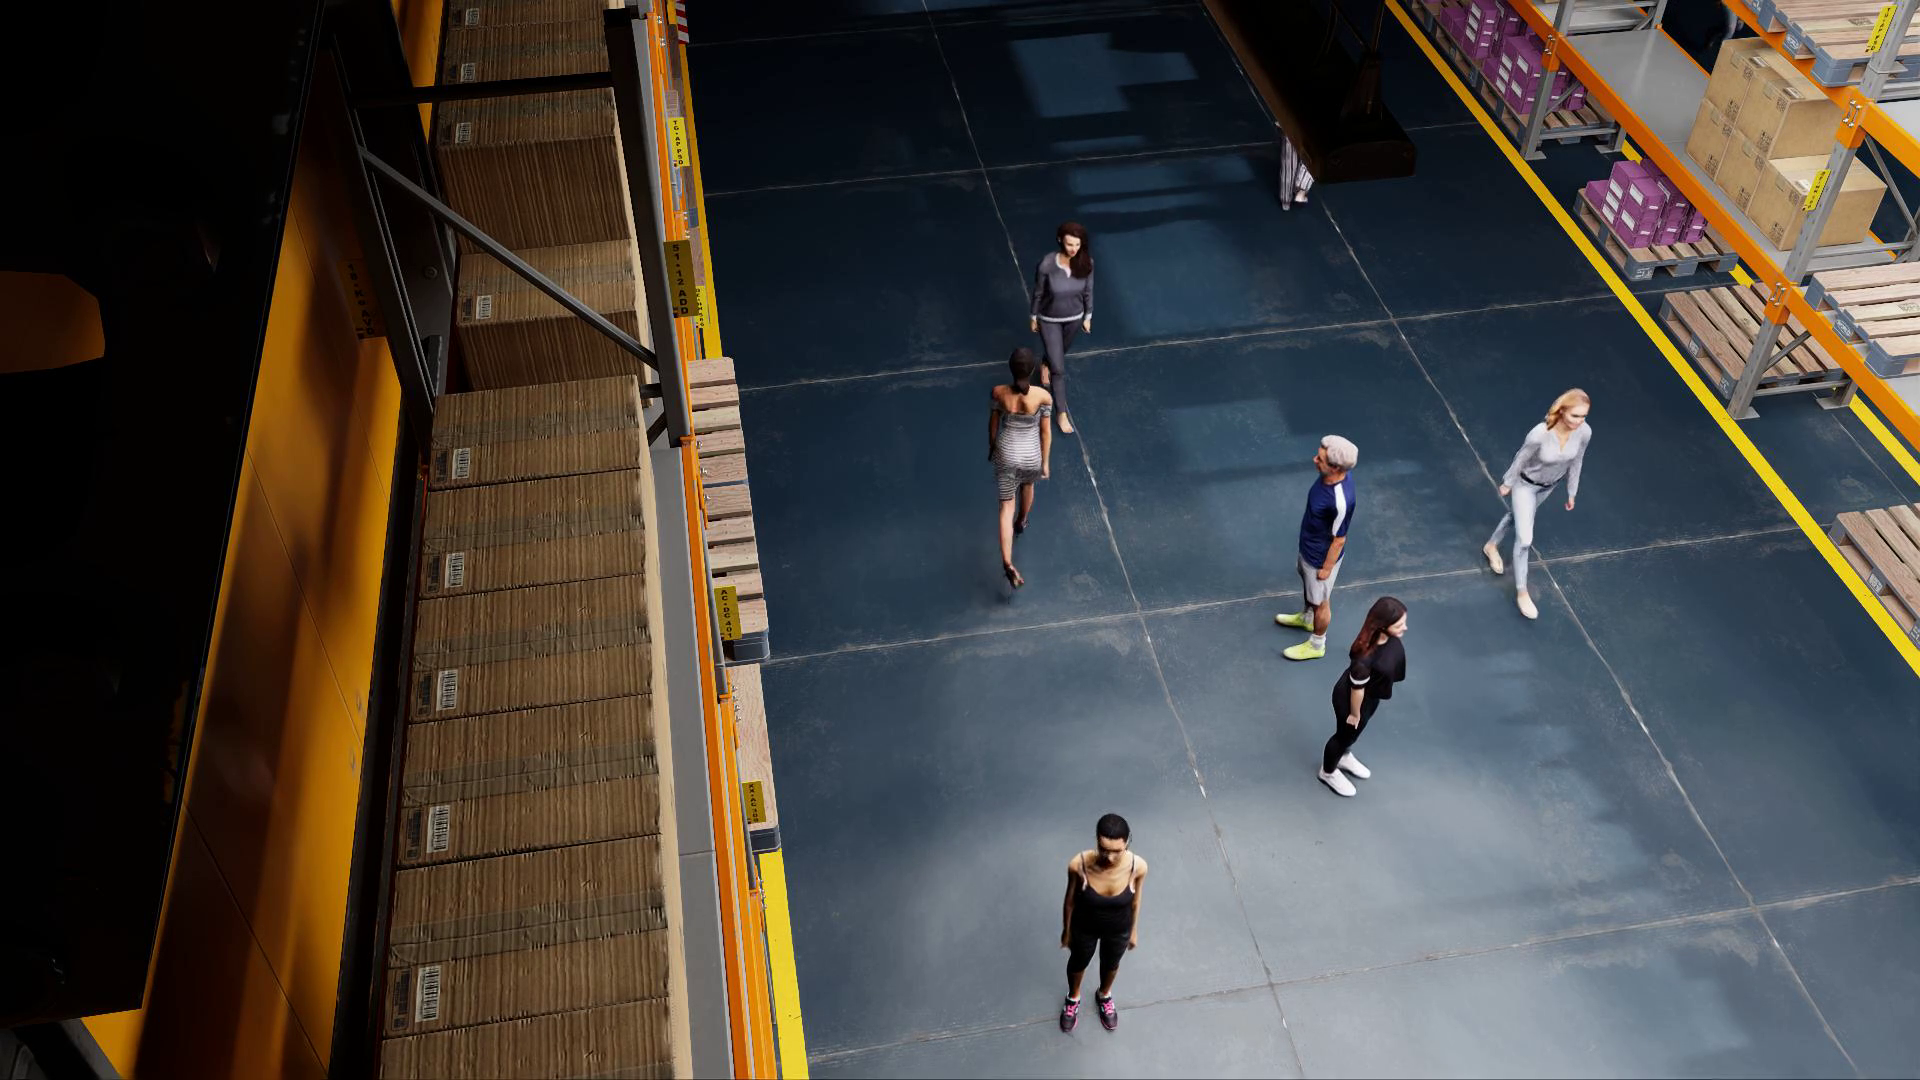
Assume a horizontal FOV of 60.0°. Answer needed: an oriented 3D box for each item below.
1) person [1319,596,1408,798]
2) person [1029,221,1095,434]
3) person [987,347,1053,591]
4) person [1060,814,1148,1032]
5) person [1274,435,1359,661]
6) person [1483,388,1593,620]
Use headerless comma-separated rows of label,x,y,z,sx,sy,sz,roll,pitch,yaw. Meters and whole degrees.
person,2.433,0.918,10.066,0.773,1.637,0.709,24,49,23
person,0.737,-1.755,12.809,0.748,1.722,1.153,-12,45,-12
person,0.389,-0.461,11.413,0.788,1.776,1.147,6,44,6
person,0.748,2.028,8.834,0.612,1.730,0.588,0,44,0
person,2.357,0.042,10.840,0.723,1.836,0.515,-1,44,-1
person,3.889,-0.408,11.373,0.614,1.753,1.025,-7,44,-7
